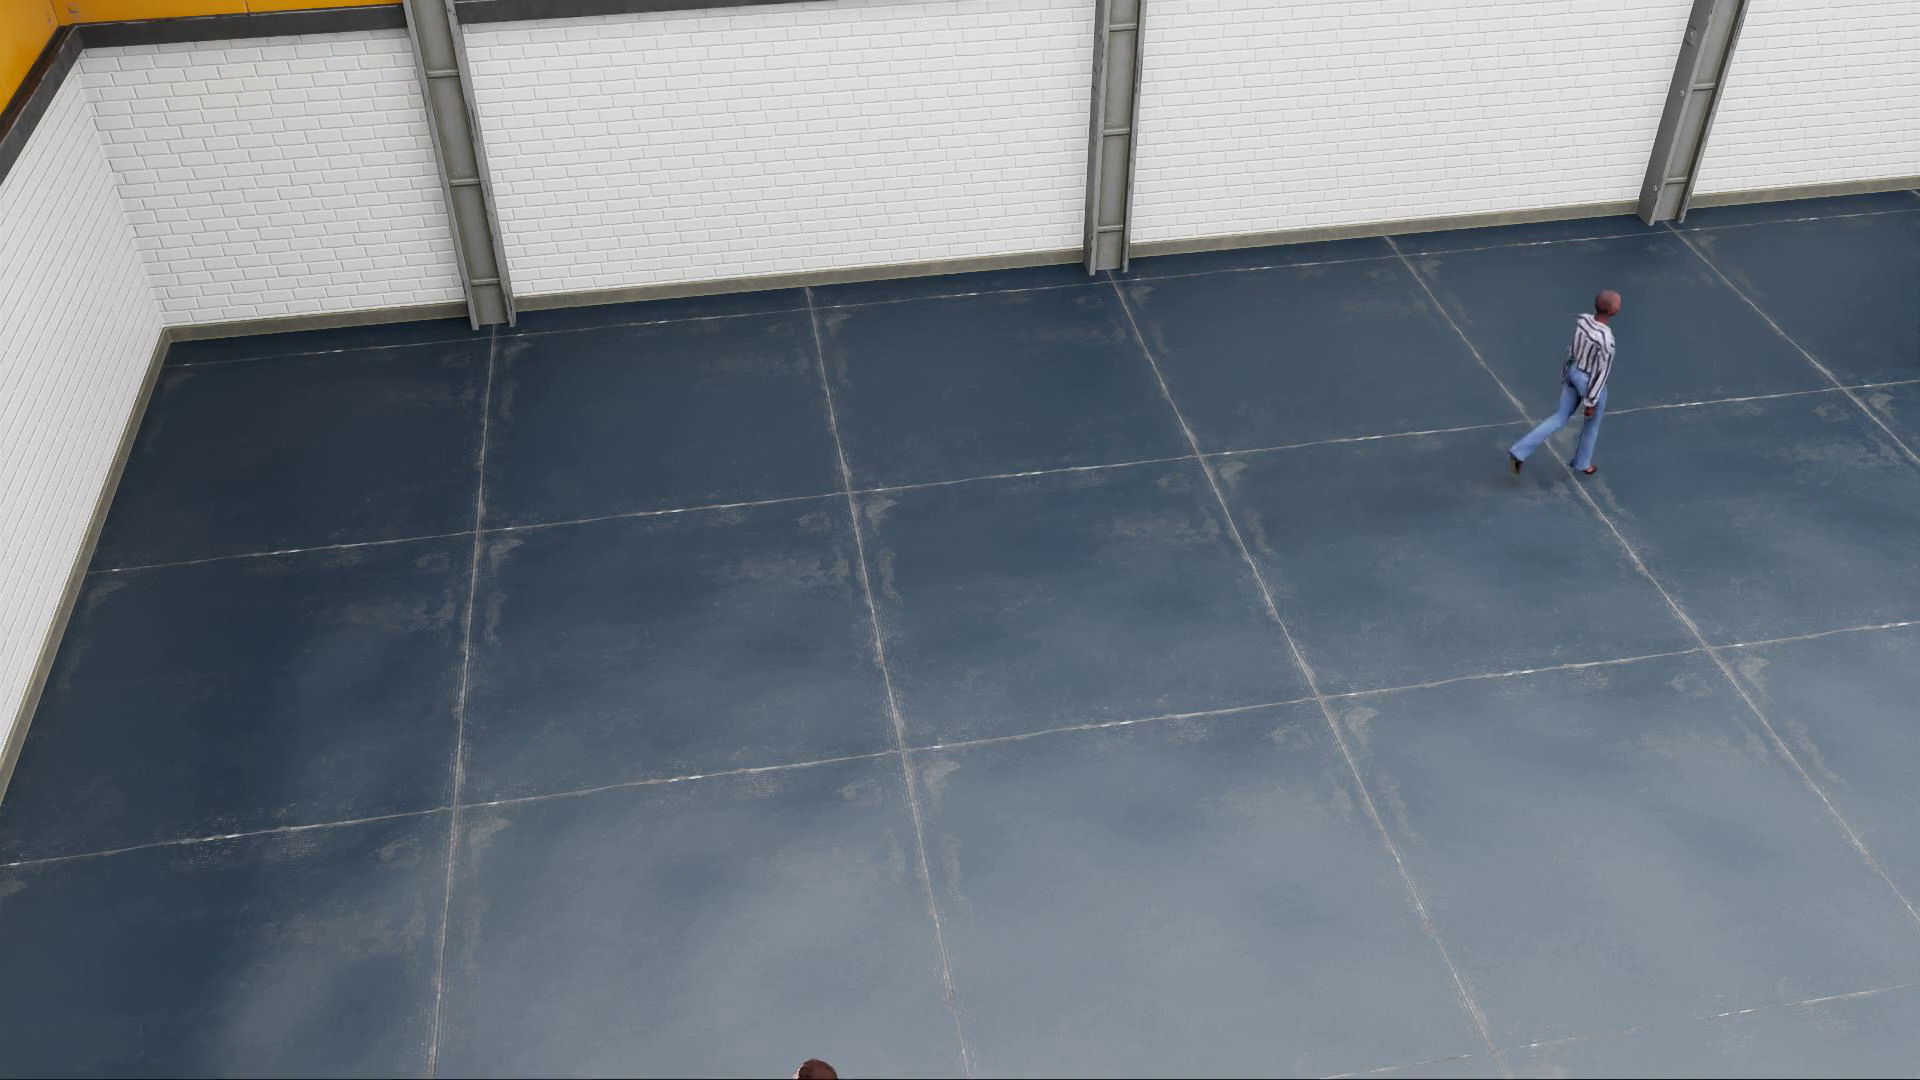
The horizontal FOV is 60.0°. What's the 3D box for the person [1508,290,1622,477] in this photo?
[{"bbox_3d":[4.906,-1.193,13.330,1.107,1.767,0.719,-10,40,-13],"label":"person"}]
